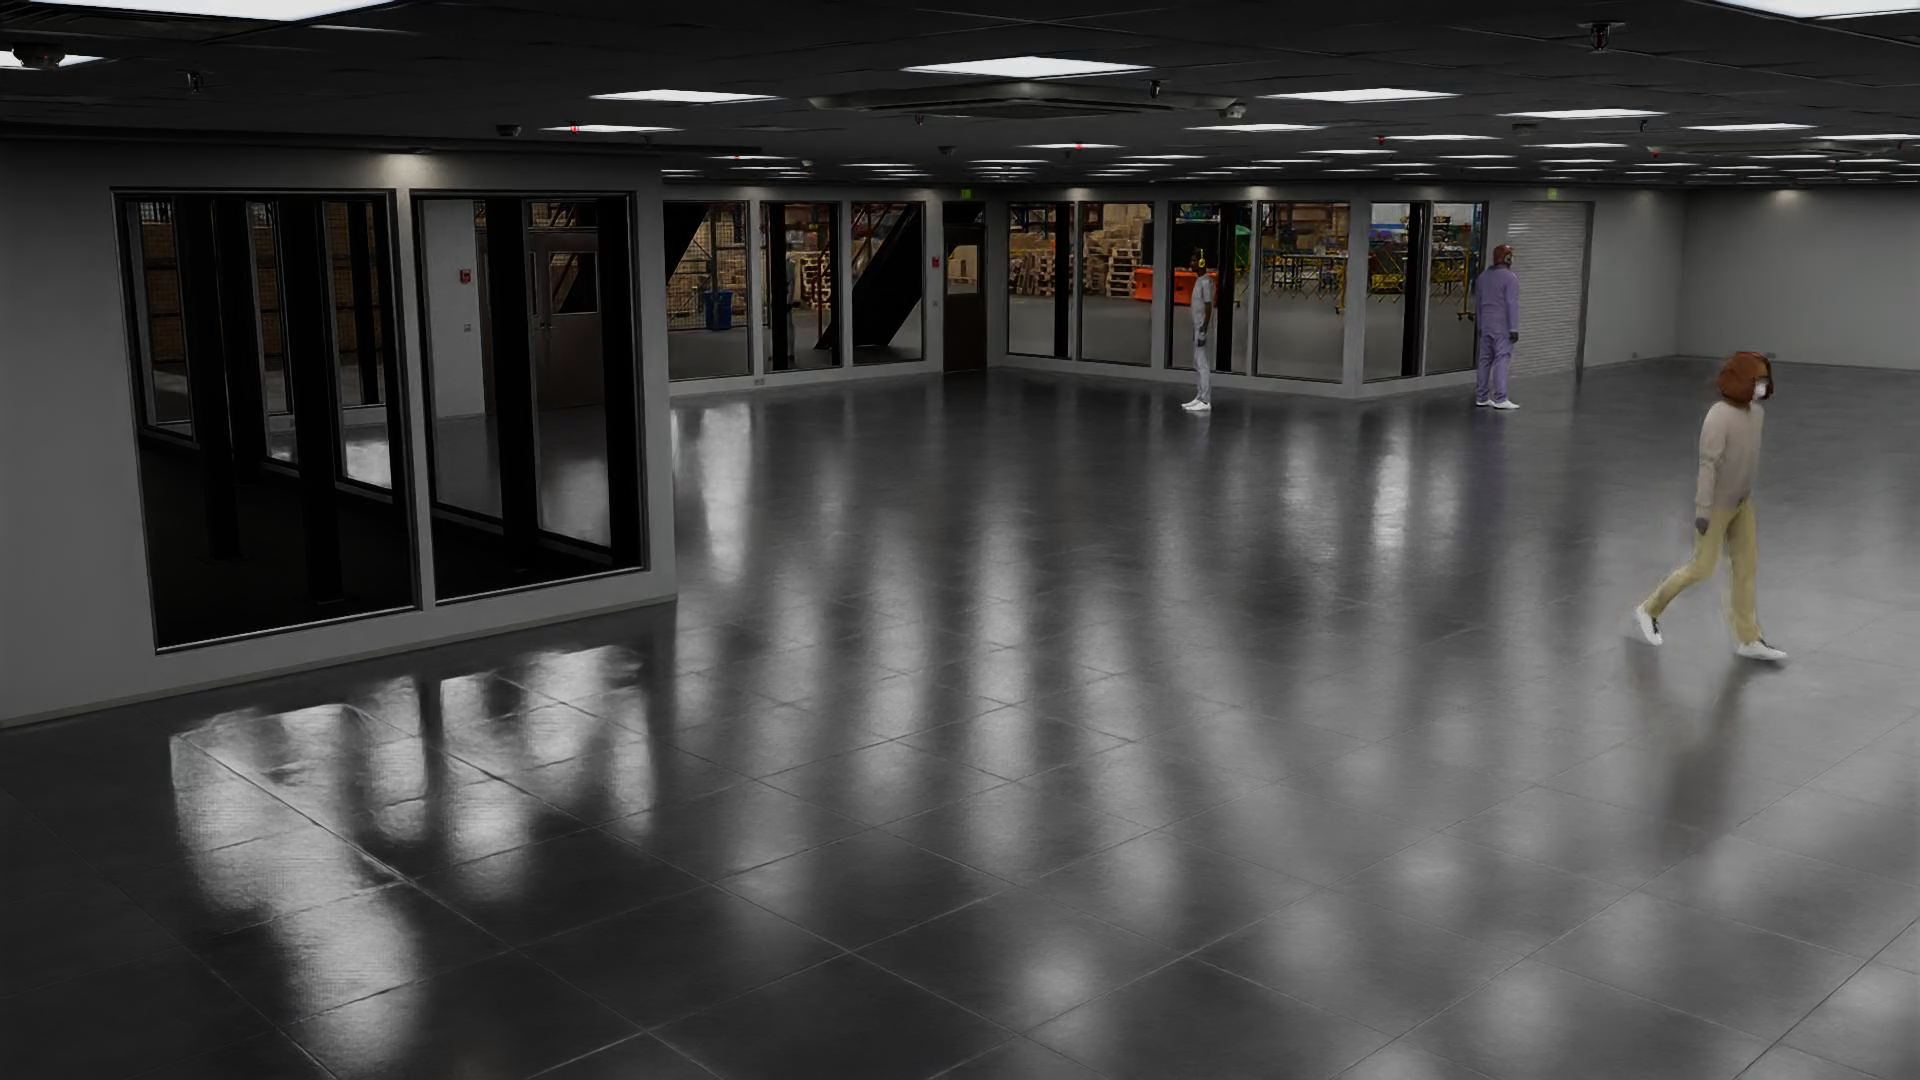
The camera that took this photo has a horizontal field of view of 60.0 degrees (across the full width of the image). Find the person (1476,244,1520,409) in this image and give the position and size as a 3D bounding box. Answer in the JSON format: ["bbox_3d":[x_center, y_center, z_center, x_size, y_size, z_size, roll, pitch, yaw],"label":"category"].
[{"bbox_3d":[6.298,-2.485,19.409,0.410,1.911,0.640,-5,12,-24],"label":"person"}]

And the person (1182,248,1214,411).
[{"bbox_3d":[2.767,-2.425,19.228,0.315,1.865,0.534,0,11,0],"label":"person"}]

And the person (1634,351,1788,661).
[{"bbox_3d":[3.963,-0.190,8.660,0.514,1.604,0.724,-8,14,-35],"label":"person"}]
